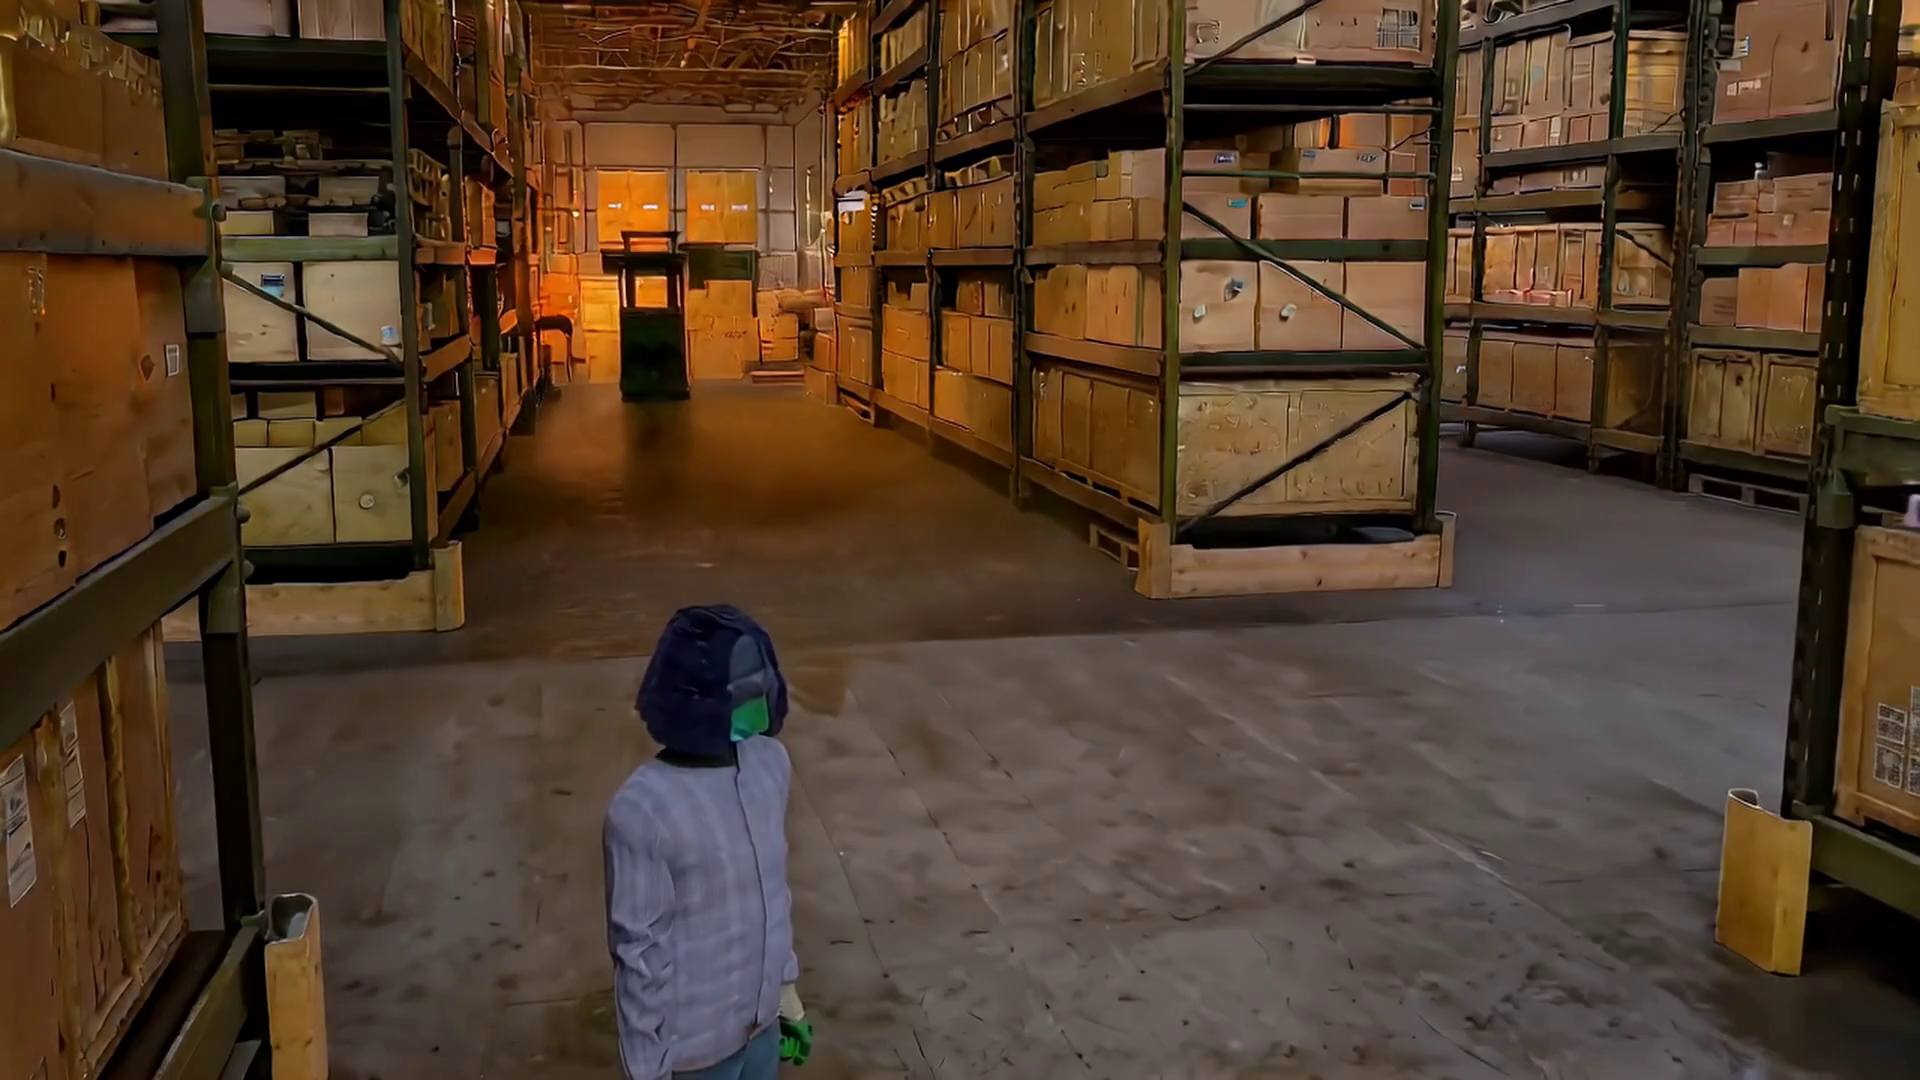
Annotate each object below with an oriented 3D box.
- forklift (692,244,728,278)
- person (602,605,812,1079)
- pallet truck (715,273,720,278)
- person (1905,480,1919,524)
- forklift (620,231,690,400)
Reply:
[{"bbox_3d":[-6.687,-6.532,44.641,1.129,2.768,1.873,1,9,8],"label":"forklift"},{"bbox_3d":[-0.439,0.918,3.022,0.280,1.633,0.503,4,10,25],"label":"person"},{"bbox_3d":[-8.580,-8.986,62.280,1.885,1.965,0.823,1,9,5],"label":"pallet truck"},{"bbox_3d":[3.669,0.320,6.191,1.002,1.787,0.588,-1,9,-6],"label":"person"},{"bbox_3d":[-5.231,-3.843,28.248,1.129,2.768,1.873,-2,10,-12],"label":"forklift"}]
